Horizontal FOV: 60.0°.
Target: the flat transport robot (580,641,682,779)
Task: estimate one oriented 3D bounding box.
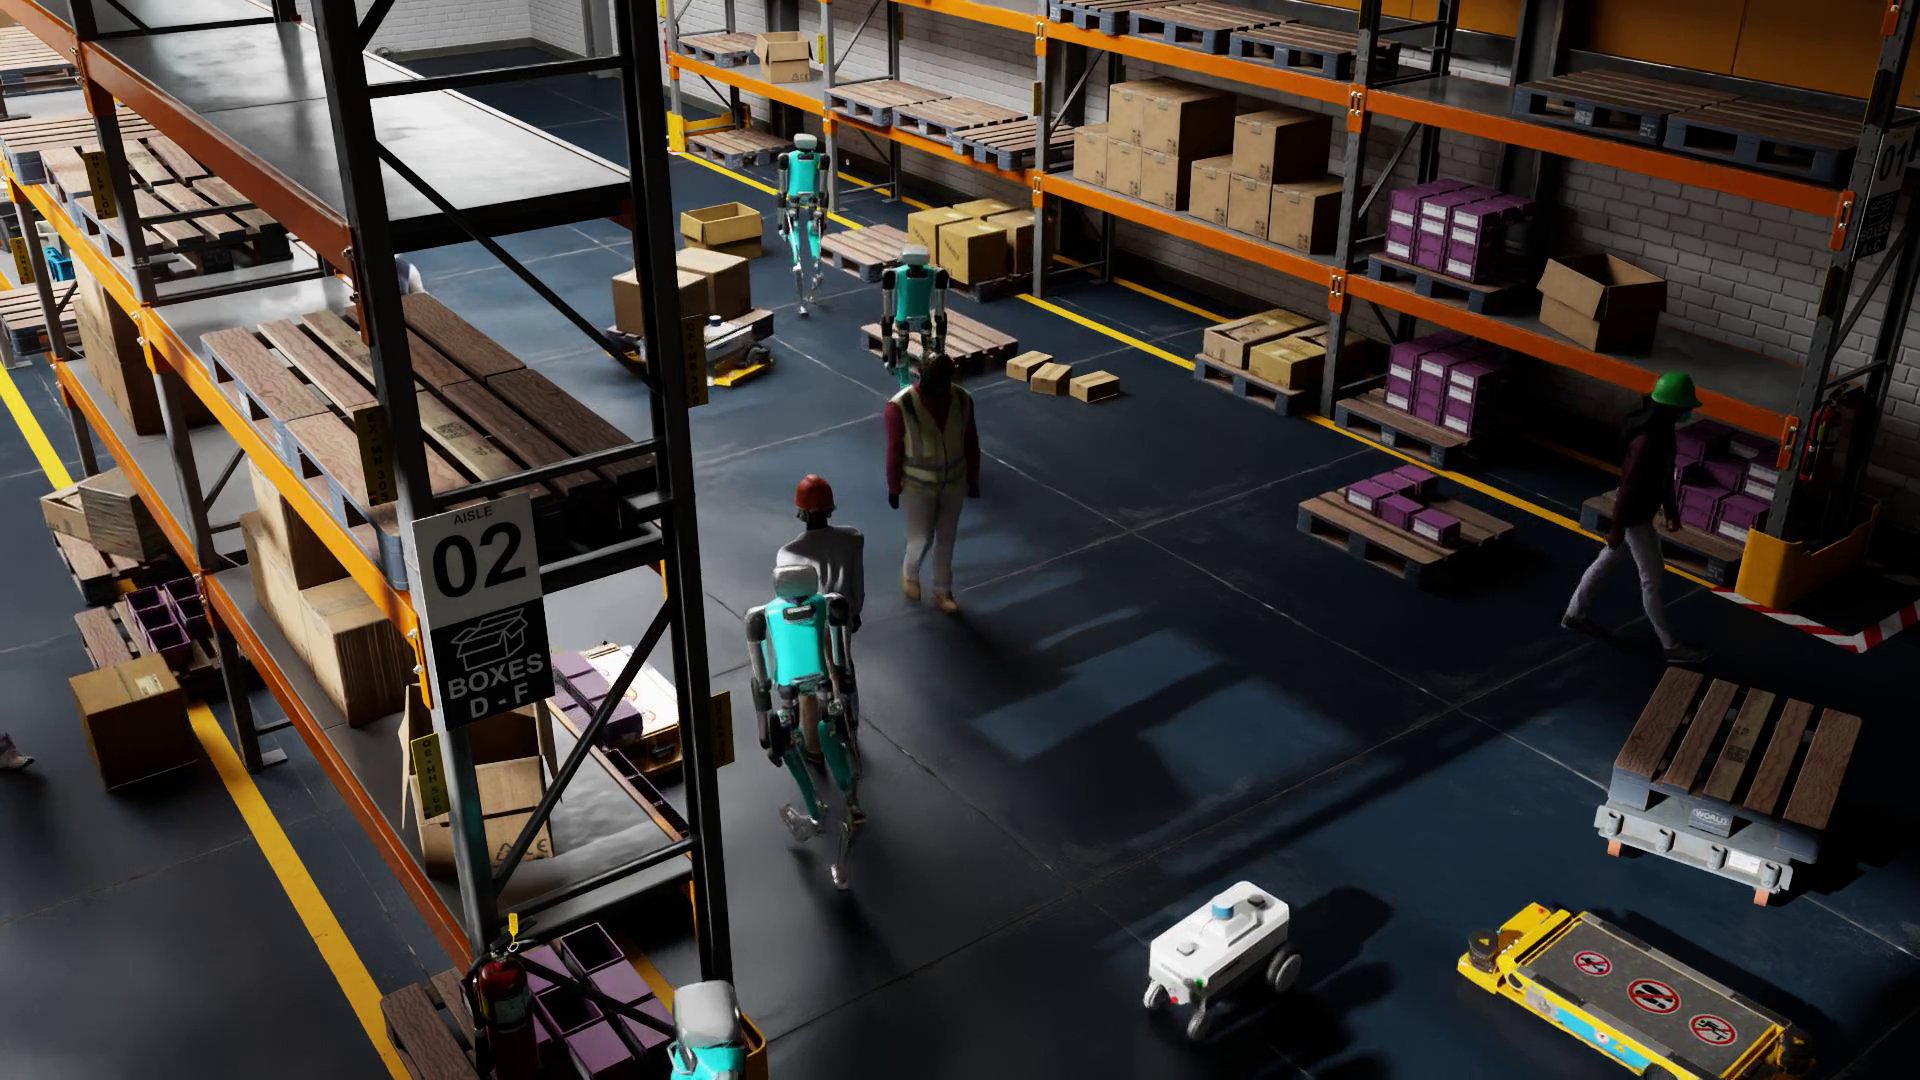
[{"bbox_3d":[-2.079,1.001,9.996,0.659,0.231,1.431,-18,32,-31],"label":"flat transport robot"}]

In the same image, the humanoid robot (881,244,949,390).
[{"bbox_3d":[-0.302,-1.354,13.070,0.559,1.787,0.948,-5,27,-10],"label":"humanoid robot"}]

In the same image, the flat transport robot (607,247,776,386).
[{"bbox_3d":[-2.474,-1.730,15.428,1.431,0.231,0.659,16,31,29],"label":"flat transport robot"}]

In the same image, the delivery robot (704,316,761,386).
[{"bbox_3d":[-2.203,-1.754,15.169,0.521,0.604,0.776,16,31,29],"label":"delivery robot"}]

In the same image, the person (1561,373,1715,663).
[{"bbox_3d":[4.387,-0.145,10.454,0.992,1.896,0.514,17,31,30],"label":"person"}]

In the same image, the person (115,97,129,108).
[{"bbox_3d":[-10.812,-5.502,21.077,1.026,1.945,0.612,-2,27,-5],"label":"person"}]

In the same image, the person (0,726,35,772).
[{"bbox_3d":[-5.765,0.534,9.164,0.997,1.850,0.643,12,29,22],"label":"person"}]

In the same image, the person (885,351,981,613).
[{"bbox_3d":[-0.164,-0.381,11.000,0.655,1.831,0.444,-13,29,-24],"label":"person"}]

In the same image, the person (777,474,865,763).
[{"bbox_3d":[-0.799,0.444,9.450,0.573,1.749,0.333,-19,32,-33],"label":"person"}]

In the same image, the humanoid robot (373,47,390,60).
[{"bbox_3d":[-7.208,-5.498,21.364,0.429,1.641,0.590,-7,28,-14],"label":"humanoid robot"}]

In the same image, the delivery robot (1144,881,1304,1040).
[{"bbox_3d":[1.230,1.924,7.828,0.764,0.582,0.499,-23,34,-38],"label":"delivery robot"}]

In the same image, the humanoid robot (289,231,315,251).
[{"bbox_3d":[-6.162,-2.772,15.982,0.588,1.657,0.674,-15,30,-28],"label":"humanoid robot"}]

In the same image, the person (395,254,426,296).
[{"bbox_3d":[-4.674,-1.772,13.863,0.776,1.751,0.467,6,27,12],"label":"person"}]

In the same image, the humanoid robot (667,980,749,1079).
[{"bbox_3d":[-1.100,2.330,5.717,0.847,1.748,0.546,-12,29,-23],"label":"humanoid robot"}]

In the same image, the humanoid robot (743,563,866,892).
[{"bbox_3d":[-0.721,1.029,8.332,0.538,1.736,0.995,-9,28,-18],"label":"humanoid robot"}]

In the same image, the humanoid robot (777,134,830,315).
[{"bbox_3d":[-1.488,-3.067,16.493,0.585,1.785,0.883,-9,28,-17],"label":"humanoid robot"}]

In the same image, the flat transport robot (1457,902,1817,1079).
[{"bbox_3d":[3.110,2.156,7.698,0.659,0.231,1.431,-21,34,-36],"label":"flat transport robot"}]
